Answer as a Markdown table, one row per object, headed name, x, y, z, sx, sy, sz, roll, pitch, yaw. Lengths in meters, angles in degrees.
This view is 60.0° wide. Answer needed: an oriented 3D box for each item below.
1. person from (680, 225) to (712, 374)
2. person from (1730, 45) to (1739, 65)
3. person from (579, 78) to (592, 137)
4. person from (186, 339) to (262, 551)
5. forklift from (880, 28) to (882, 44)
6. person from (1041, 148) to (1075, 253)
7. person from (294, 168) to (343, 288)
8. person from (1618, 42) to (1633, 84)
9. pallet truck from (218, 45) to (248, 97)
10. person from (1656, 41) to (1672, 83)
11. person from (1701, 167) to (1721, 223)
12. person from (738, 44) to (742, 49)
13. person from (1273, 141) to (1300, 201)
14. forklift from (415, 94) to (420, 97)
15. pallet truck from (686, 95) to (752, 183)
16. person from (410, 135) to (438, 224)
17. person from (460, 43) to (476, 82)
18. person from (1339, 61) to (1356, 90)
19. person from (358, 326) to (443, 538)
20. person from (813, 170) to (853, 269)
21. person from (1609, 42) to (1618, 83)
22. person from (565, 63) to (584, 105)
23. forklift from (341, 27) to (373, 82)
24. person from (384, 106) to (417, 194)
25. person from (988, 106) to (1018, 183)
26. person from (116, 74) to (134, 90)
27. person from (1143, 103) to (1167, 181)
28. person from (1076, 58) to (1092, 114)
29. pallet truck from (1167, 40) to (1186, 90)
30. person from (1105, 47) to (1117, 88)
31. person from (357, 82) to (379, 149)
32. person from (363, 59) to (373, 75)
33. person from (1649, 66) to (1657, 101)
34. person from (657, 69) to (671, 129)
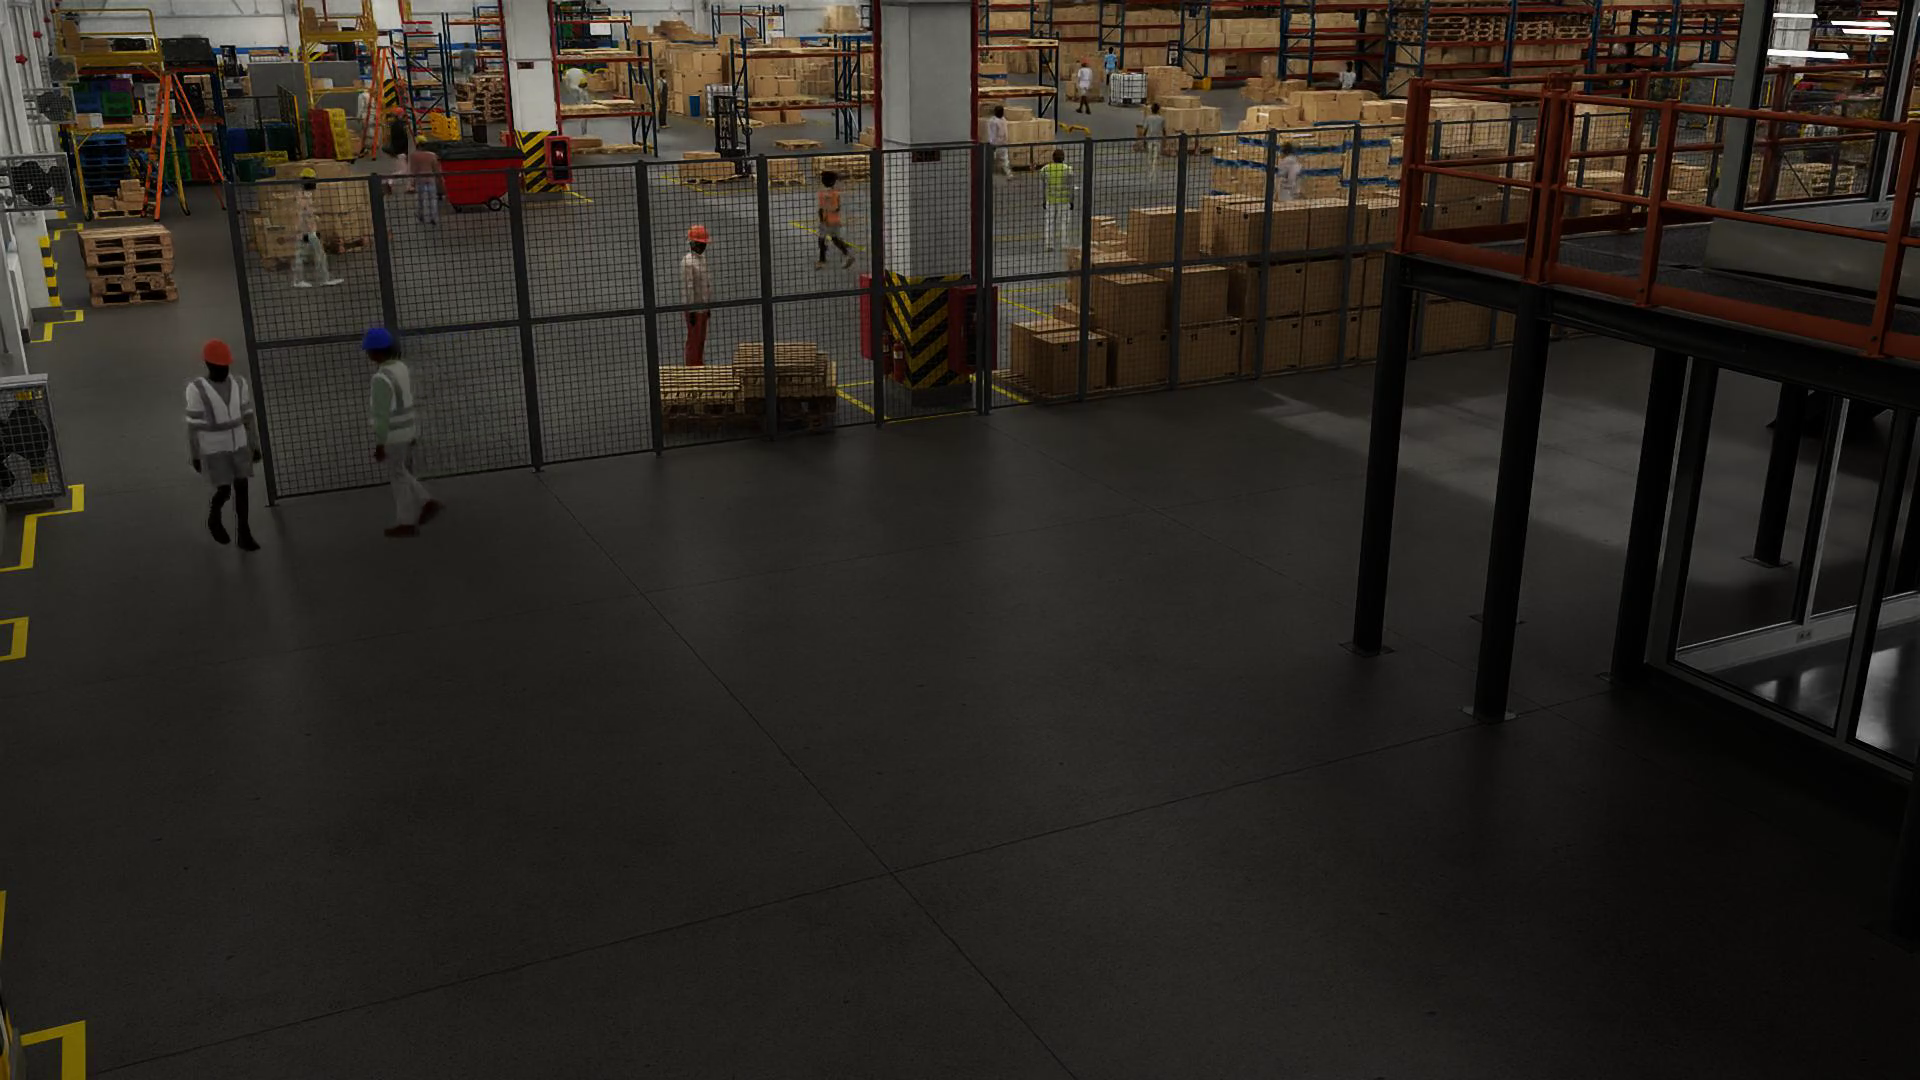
| name | x | y | z | sx | sy | sz | roll | pitch | yaw |
| --- | --- | --- | --- | --- | --- | --- | --- | --- | --- |
| person | -3.168 | -2.816 | 20.182 | 0.391 | 1.987 | 0.608 | 3 | 19 | 9 |
| person | 31.609 | -19.173 | 67.740 | 0.671 | 1.889 | 0.597 | -11 | 22 | -29 |
| person | -11.307 | -13.037 | 50.181 | 0.317 | 1.741 | 0.493 | 0 | 19 | -1 |
| person | -6.409 | -0.820 | 14.499 | 0.516 | 1.916 | 0.578 | 13 | 23 | 34 |
| forklift | -3.774 | -24.303 | 81.120 | 1.873 | 2.768 | 1.129 | -9 | 21 | -25 |
| person | 1.767 | -6.102 | 29.924 | 0.625 | 1.846 | 0.429 | 6 | 20 | 16 |
| person | -10.390 | -4.998 | 26.670 | 0.840 | 1.874 | 0.615 | -9 | 21 | -25 |
| person | 28.462 | -20.296 | 71.023 | 0.664 | 1.874 | 0.733 | -4 | 19 | -11 |
| pallet truck | -28.879 | -18.665 | 66.111 | 0.823 | 1.965 | 1.885 | -3 | 19 | -9 |
| person | 31.412 | -21.270 | 73.965 | 0.591 | 1.787 | 0.981 | -9 | 21 | -24 |
| person | 12.144 | -5.035 | 26.750 | 0.751 | 1.903 | 0.590 | 7 | 20 | 21 |
| person | -10.188 | -21.911 | 75.698 | 0.611 | 1.893 | 0.789 | -8 | 21 | -22 |
| person | 6.017 | -6.407 | 30.760 | 1.042 | 1.884 | 0.643 | 12 | 22 | 31 |
| forklift | -22.107 | -18.832 | 65.261 | 1.873 | 2.768 | 1.129 | -2 | 19 | -5 |
| pallet truck | -5.836 | -9.608 | 39.856 | 0.823 | 1.965 | 1.885 | 10 | 22 | 27 |
| person | -10.753 | -7.234 | 33.374 | 0.548 | 1.716 | 0.909 | -11 | 22 | -28 |
| person | -20.686 | -19.947 | 69.991 | 0.627 | 1.896 | 1.021 | -3 | 19 | -9 |
| person | 13.020 | -15.163 | 56.091 | 0.620 | 1.922 | 1.012 | -3 | 19 | -9 |
| person | -5.047 | -0.953 | 14.858 | 0.465 | 1.934 | 0.608 | -1 | 19 | -2 |
| person | -2.174 | -5.410 | 28.173 | 0.740 | 1.671 | 0.540 | 15 | 24 | 36 |
| person | 28.968 | -21.299 | 73.770 | 0.455 | 1.992 | 0.799 | -1 | 19 | -2 |
| person | -13.137 | -15.349 | 56.653 | 0.629 | 1.889 | 0.952 | -12 | 22 | -30 |
| forklift | -22.275 | -17.346 | 60.954 | 1.873 | 2.768 | 1.129 | -9 | 21 | -25 |
| person | -12.603 | -8.728 | 37.344 | 0.801 | 1.971 | 0.631 | -14 | 24 | -35 |
| person | 0.954 | -9.437 | 39.671 | 0.972 | 1.786 | 0.644 | 18 | 26 | 42 |
| person | -29.476 | -16.101 | 58.766 | 0.355 | 1.939 | 0.543 | 13 | 23 | 33 |
| person | 4.696 | -9.581 | 40.061 | 0.524 | 1.821 | 0.953 | 6 | 20 | 17 |
| person | 4.361 | -15.888 | 58.222 | 0.557 | 1.899 | 0.971 | -11 | 22 | -29 |
| pallet truck | 9.045 | -19.971 | 69.895 | 0.823 | 1.965 | 1.885 | -3 | 19 | -8 |
| person | 6.369 | -19.967 | 70.335 | 0.535 | 1.700 | 0.318 | -1 | 19 | -3 |
| person | -16.845 | -11.959 | 46.891 | 0.913 | 1.847 | 0.590 | 5 | 20 | 15 |
| person | -22.478 | -17.560 | 63.493 | 0.514 | 1.608 | 0.737 | 11 | 22 | 29 |
| person | 24.217 | -15.727 | 58.126 | 0.869 | 1.659 | 0.541 | 17 | 25 | 40 |
| person | -9.443 | -14.040 | 52.931 | 0.332 | 1.844 | 0.508 | 5 | 20 | 15 |
